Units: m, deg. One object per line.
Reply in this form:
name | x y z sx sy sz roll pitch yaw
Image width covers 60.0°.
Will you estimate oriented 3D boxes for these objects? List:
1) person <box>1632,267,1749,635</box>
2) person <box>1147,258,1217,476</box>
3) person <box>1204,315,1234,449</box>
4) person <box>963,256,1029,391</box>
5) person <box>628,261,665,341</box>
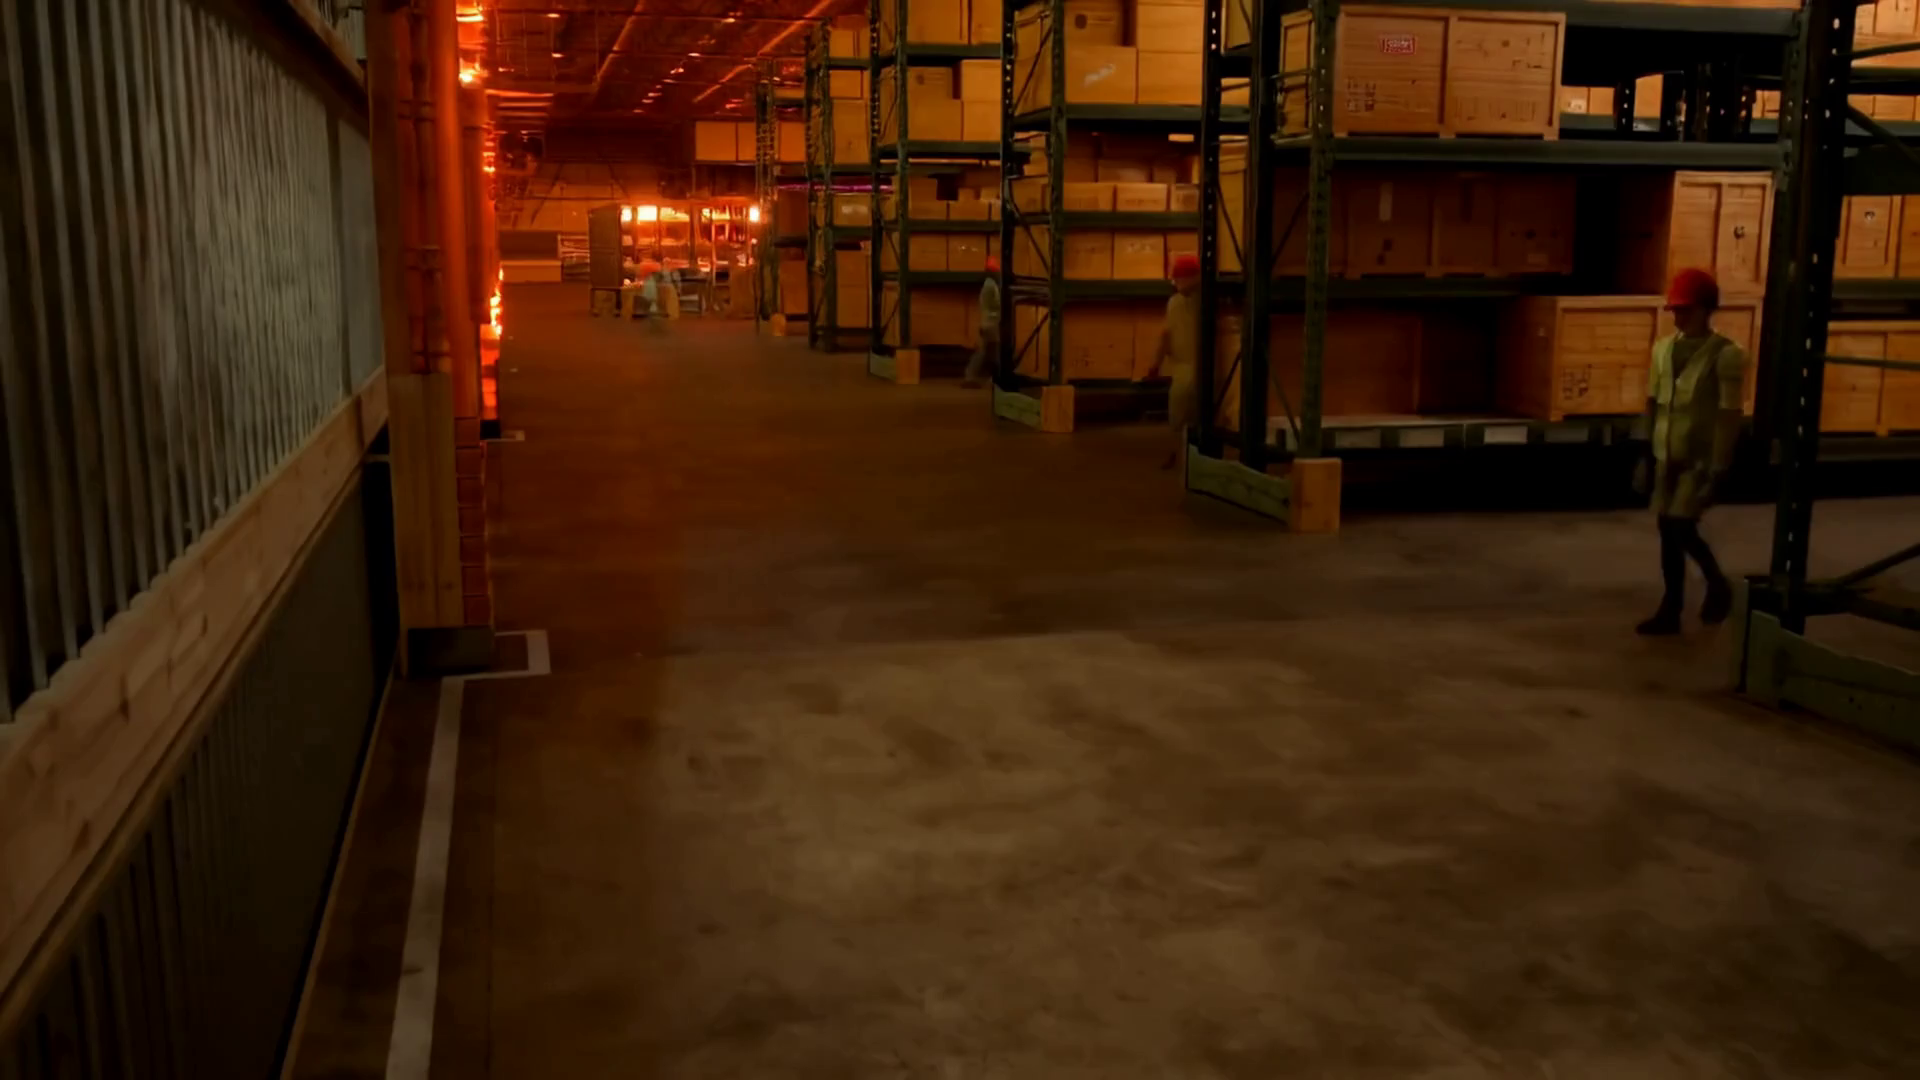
person | 3.767 -0.443 8.618 0.433 1.924 0.547 -4 11 -21
person | 1.904 -1.516 14.727 0.819 1.909 0.648 -4 11 -21
person | 2.431 -1.718 16.720 0.780 1.598 0.521 3 10 16
person | 0.505 -3.022 23.327 1.043 1.882 0.603 2 10 12
person | -6.744 -5.150 35.844 0.586 1.699 0.884 10 14 44
